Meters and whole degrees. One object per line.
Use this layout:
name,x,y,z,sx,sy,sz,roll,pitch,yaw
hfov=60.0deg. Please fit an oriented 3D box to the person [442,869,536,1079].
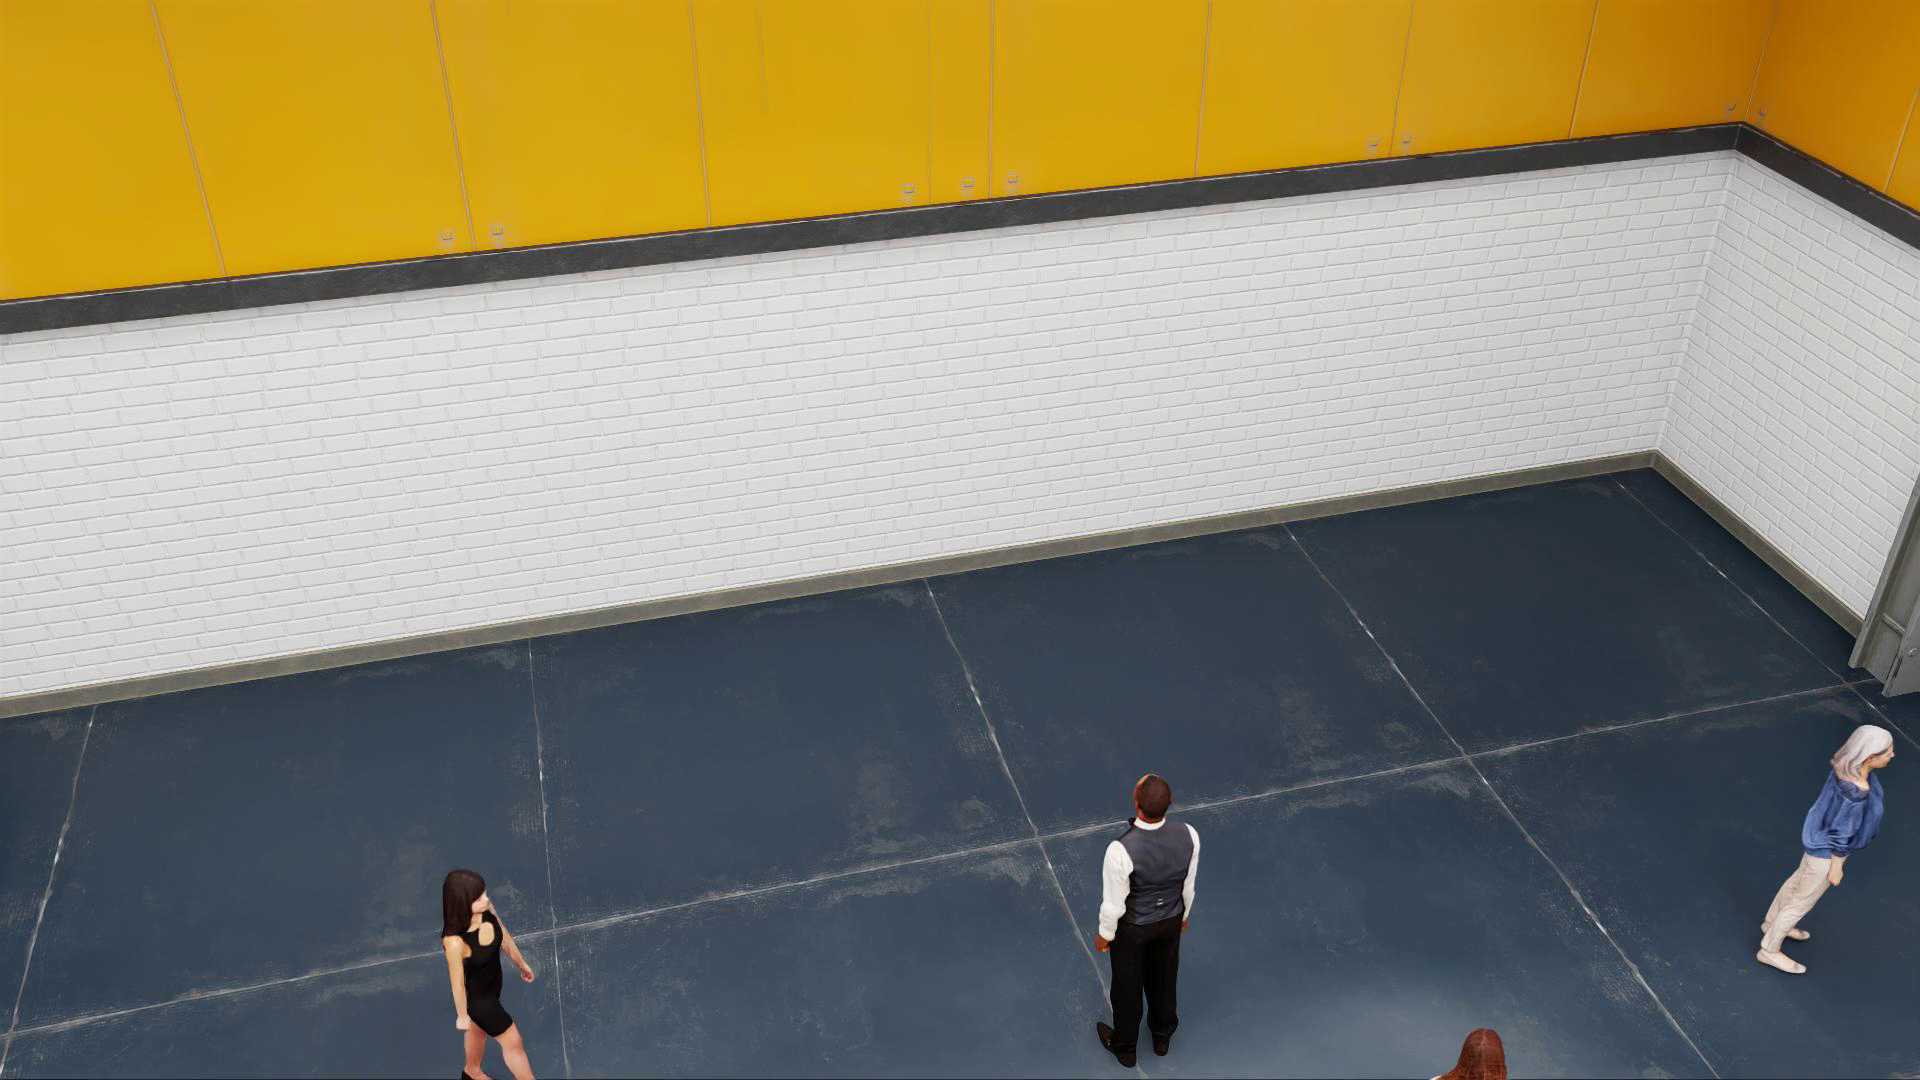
person,-2.504,2.273,8.422,0.816,1.628,0.860,4,34,6

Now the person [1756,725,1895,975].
person,4.810,1.697,9.230,0.782,1.693,0.709,14,36,21

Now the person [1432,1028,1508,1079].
person,2.226,2.875,7.438,0.930,1.716,0.996,17,37,24

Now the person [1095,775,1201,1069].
person,0.964,1.975,8.608,0.706,1.919,0.598,-11,35,-17
